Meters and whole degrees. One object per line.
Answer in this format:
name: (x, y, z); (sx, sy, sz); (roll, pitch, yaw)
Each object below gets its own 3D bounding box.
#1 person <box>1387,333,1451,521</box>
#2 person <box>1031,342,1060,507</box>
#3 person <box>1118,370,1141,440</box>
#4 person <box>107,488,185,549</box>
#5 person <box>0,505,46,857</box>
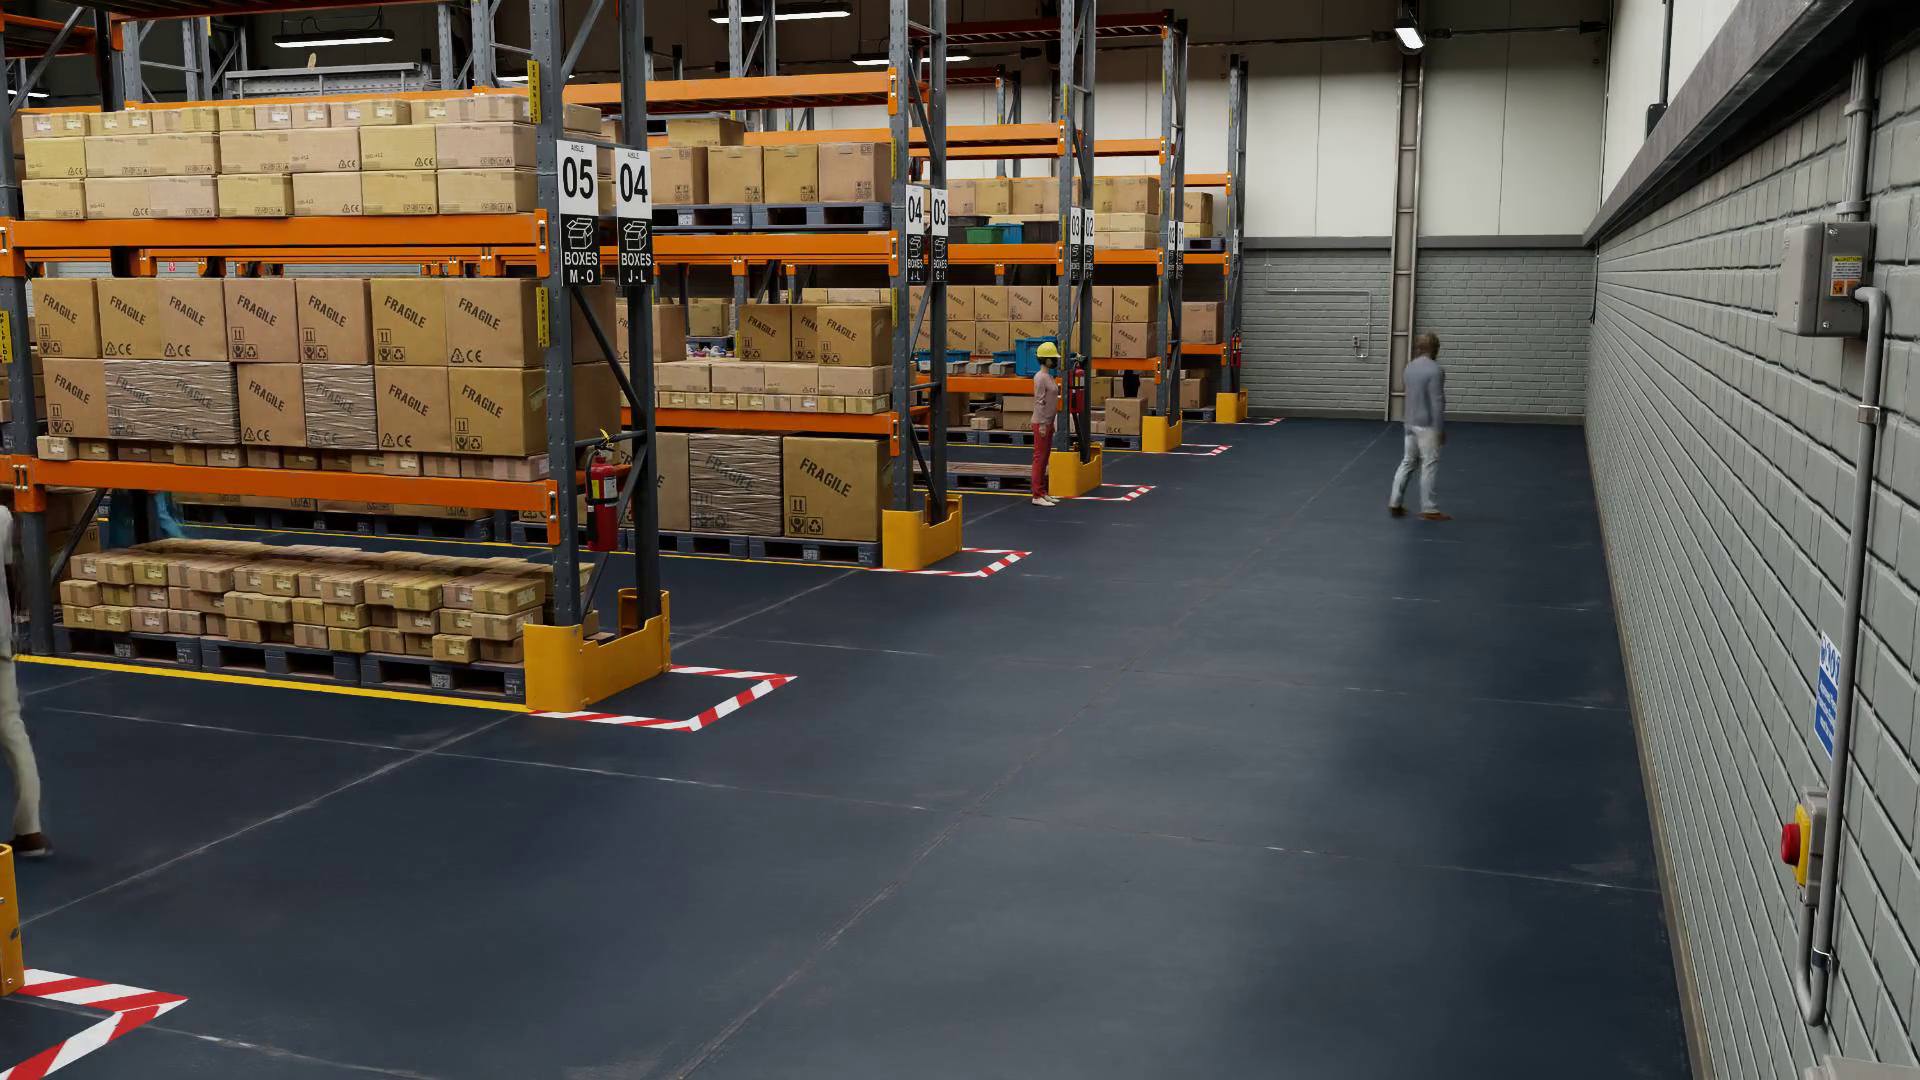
person: (4.677, -1.135, 16.904); (0.453, 1.919, 0.694); (-3, 9, -16)
person: (0.931, -1.251, 17.985); (0.308, 1.769, 0.524); (2, 9, 14)
person: (2.589, -2.461, 25.081); (0.390, 1.914, 0.587); (3, 9, 16)
person: (-6.506, -0.508, 13.229); (0.927, 1.808, 0.573); (4, 10, 23)
person: (-4.307, 0.449, 7.207); (0.970, 1.816, 0.543); (6, 11, 32)
